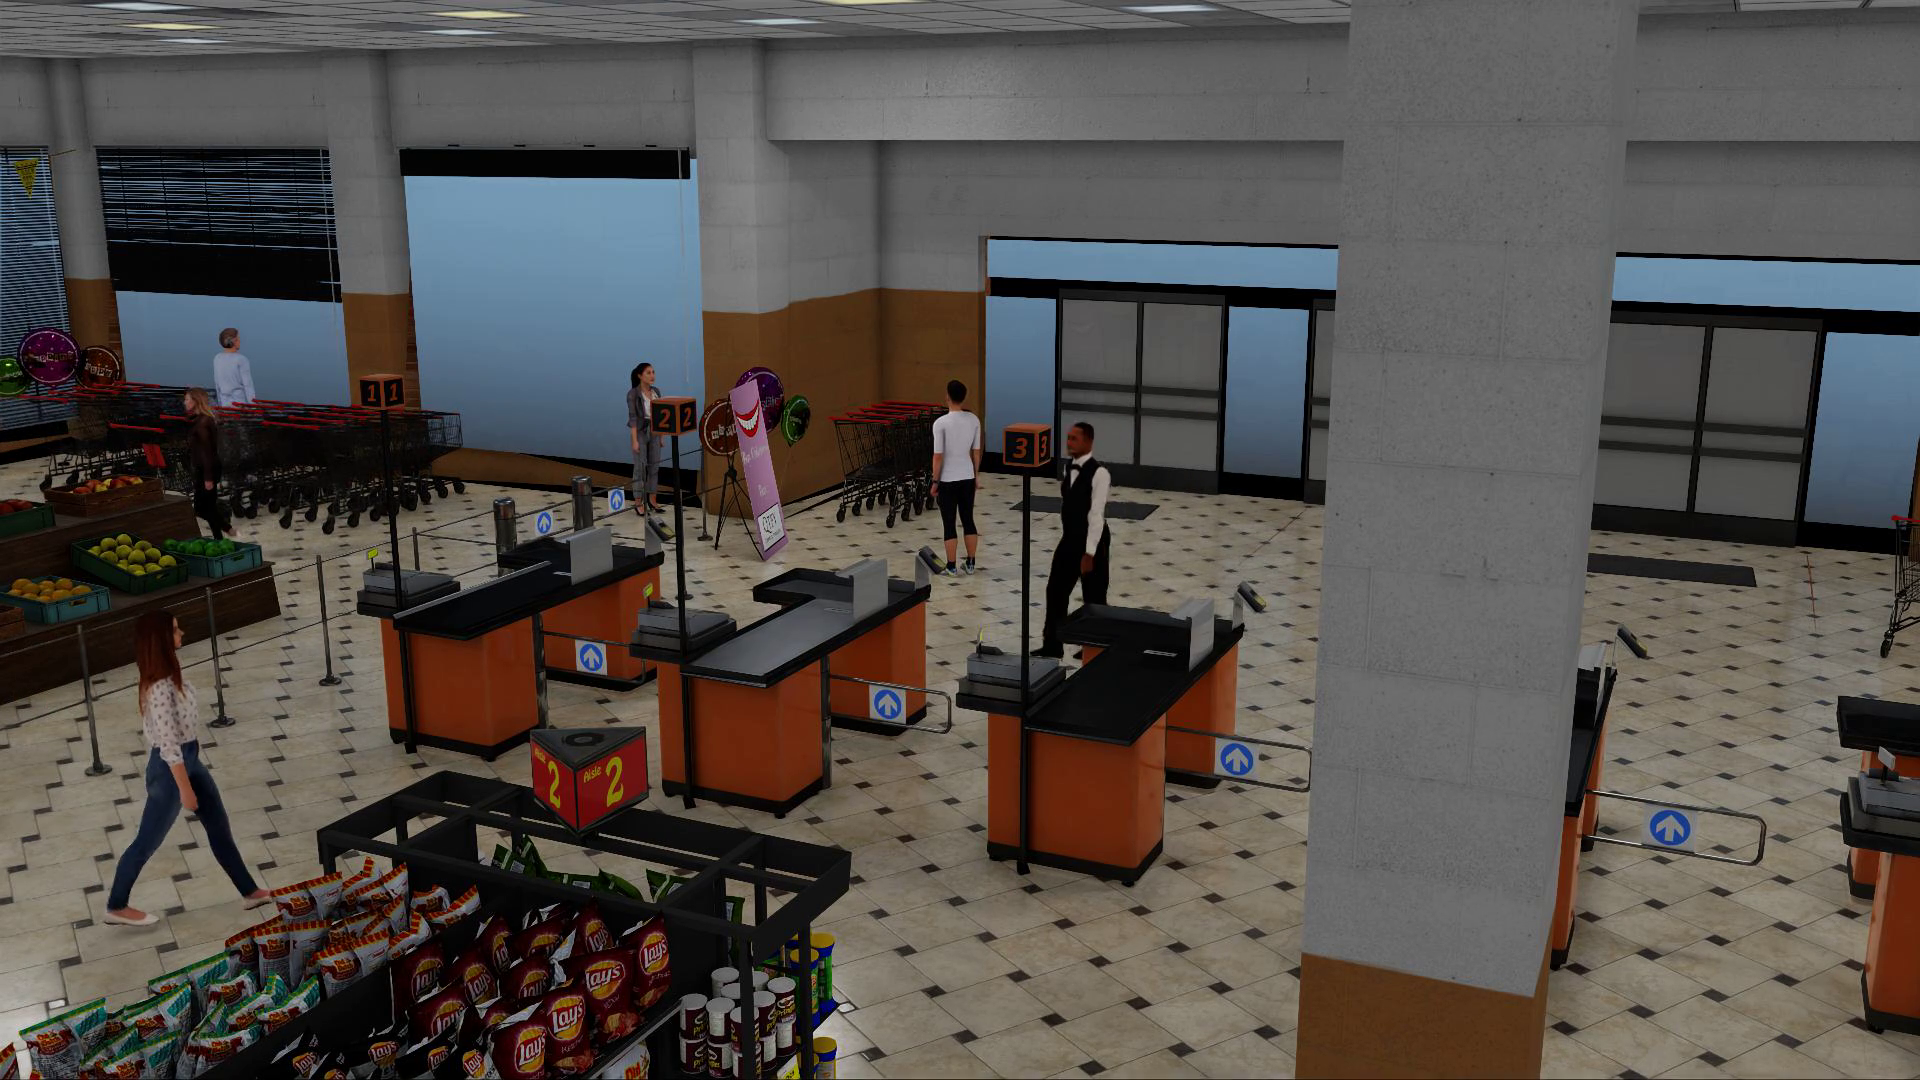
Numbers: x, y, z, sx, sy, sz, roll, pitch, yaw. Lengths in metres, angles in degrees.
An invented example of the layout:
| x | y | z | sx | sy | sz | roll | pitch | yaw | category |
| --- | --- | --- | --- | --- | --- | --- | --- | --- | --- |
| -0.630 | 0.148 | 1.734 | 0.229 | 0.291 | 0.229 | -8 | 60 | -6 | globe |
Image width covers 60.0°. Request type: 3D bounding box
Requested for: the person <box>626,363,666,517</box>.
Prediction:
| x | y | z | sx | sy | sz | roll | pitch | yaw | category |
| --- | --- | --- | --- | --- | --- | --- | --- | --- | --- |
| -3.420 | -1.095 | 18.061 | 0.728 | 1.675 | 0.599 | 12 | 18 | 40 | person |

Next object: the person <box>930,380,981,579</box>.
| x | y | z | sx | sy | sz | roll | pitch | yaw | category |
| --- | --- | --- | --- | --- | --- | --- | --- | --- | --- |
| -0.029 | -0.577 | 15.552 | 0.712 | 1.851 | 0.812 | -8 | 16 | -29 | person |

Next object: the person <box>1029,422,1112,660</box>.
| x | y | z | sx | sy | sz | roll | pitch | yaw | category |
| --- | --- | --- | --- | --- | --- | --- | --- | --- | --- |
| 1.043 | 0.021 | 12.990 | 1.103 | 1.897 | 0.990 | -9 | 16 | -34 | person |

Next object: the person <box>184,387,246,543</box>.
| x | y | z | sx | sy | sz | roll | pitch | yaw | category |
| --- | --- | --- | --- | --- | --- | --- | --- | --- | --- |
| -7.208 | -0.633 | 16.133 | 0.843 | 1.685 | 0.784 | -5 | 15 | -21 | person |

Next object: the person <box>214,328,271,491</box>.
| x | y | z | sx | sy | sz | roll | pitch | yaw | category |
| --- | --- | --- | --- | --- | --- | --- | --- | --- | --- |
| -8.438 | -1.534 | 19.408 | 0.676 | 1.893 | 0.569 | 5 | 15 | 21 | person |

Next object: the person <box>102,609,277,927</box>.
| x | y | z | sx | sy | sz | roll | pitch | yaw | category |
| --- | --- | --- | --- | --- | --- | --- | --- | --- | --- |
| -4.115 | 1.219 | 8.508 | 1.130 | 1.680 | 1.137 | -4 | 14 | -14 | person |
